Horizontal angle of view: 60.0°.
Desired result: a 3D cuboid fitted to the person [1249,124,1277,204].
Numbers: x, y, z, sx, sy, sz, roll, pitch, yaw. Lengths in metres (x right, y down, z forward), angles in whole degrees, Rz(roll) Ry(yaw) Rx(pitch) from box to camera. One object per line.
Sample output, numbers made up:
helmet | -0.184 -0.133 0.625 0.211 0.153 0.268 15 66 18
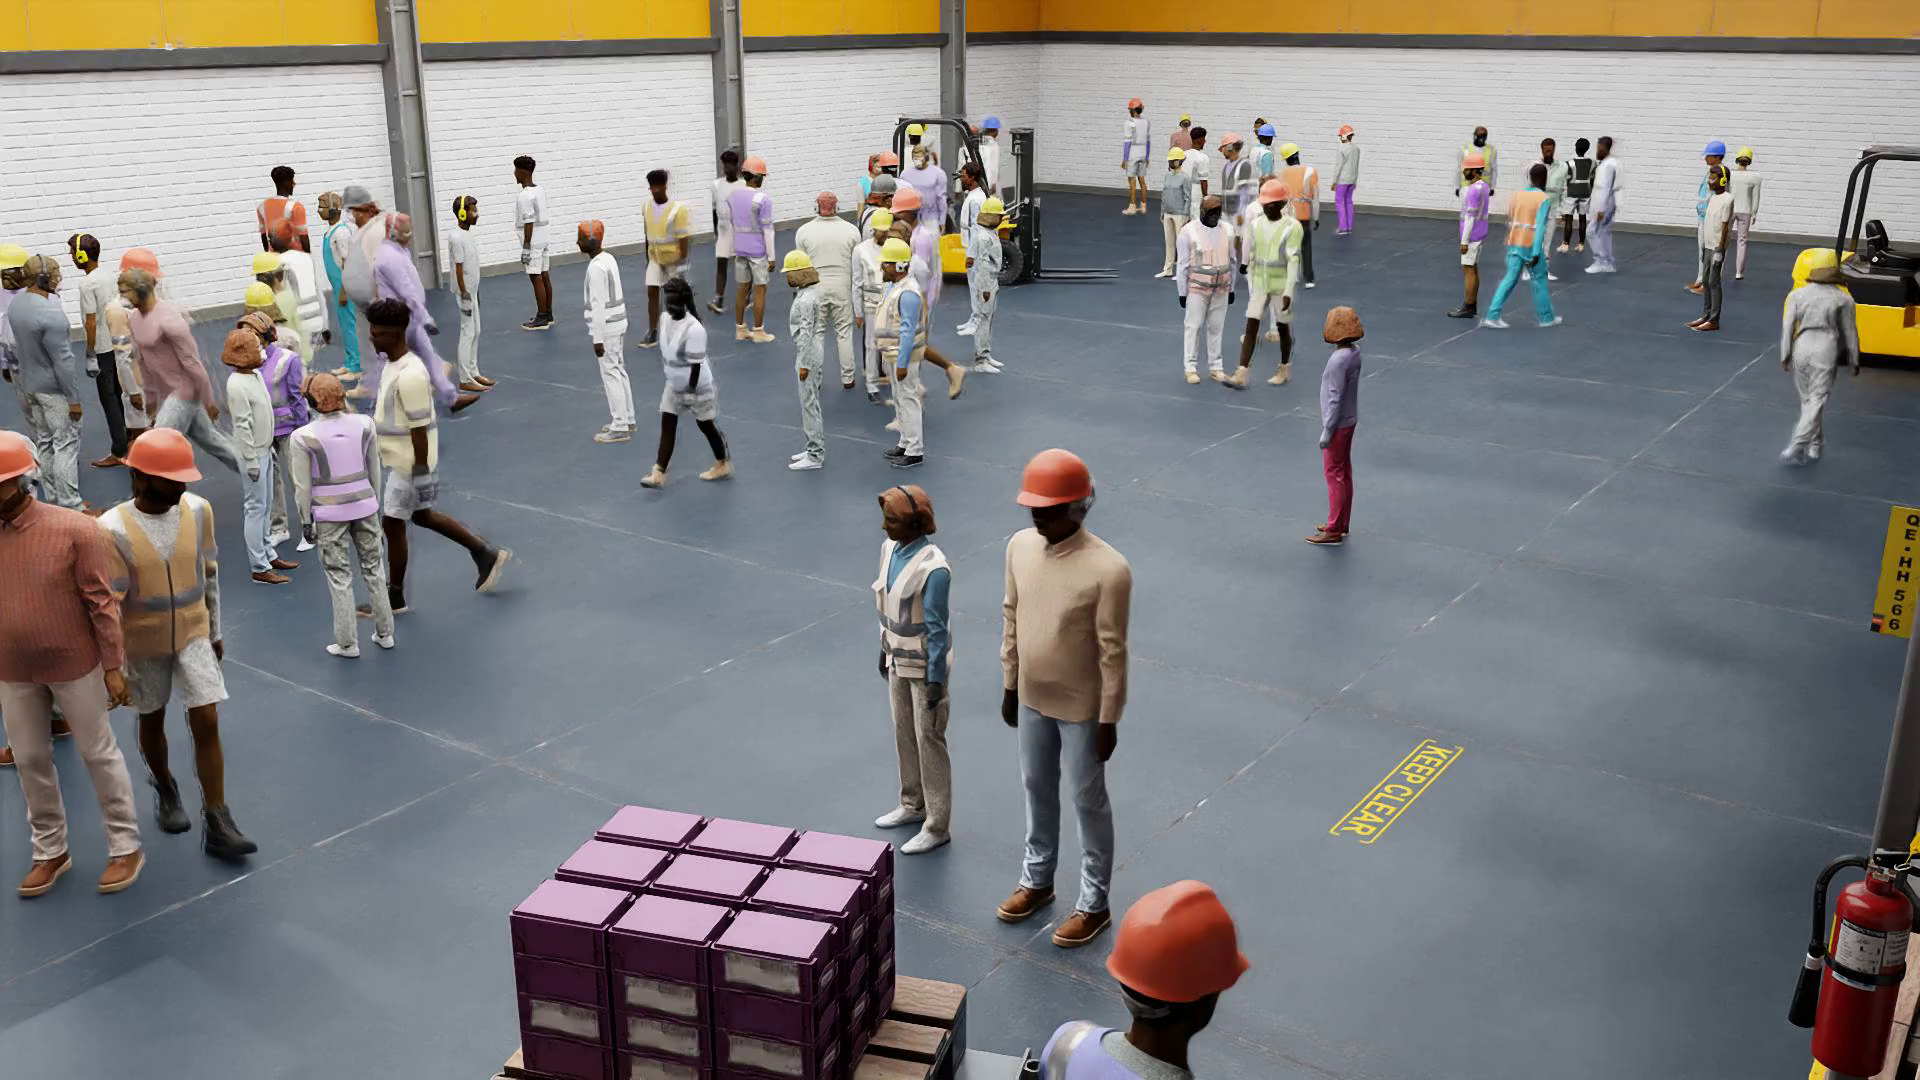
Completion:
person | 4.426 -5.118 24.436 0.415 1.939 0.605 -4 18 -11

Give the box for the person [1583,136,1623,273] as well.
person | 8.894 -4.600 22.903 0.520 1.884 0.667 4 18 12

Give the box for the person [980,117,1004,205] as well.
person | 0.463 -5.665 26.163 0.426 1.933 0.607 -10 20 -28

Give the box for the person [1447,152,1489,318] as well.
person | 6.034 -3.602 19.700 0.387 1.931 0.543 9 20 26

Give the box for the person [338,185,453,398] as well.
person | -5.380 -2.367 15.661 0.923 2.000 0.715 -13 22 -35

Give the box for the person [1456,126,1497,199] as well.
person | 8.052 -5.563 26.041 0.621 1.819 0.803 0 18 -1

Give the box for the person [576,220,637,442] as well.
person | -3.003 -1.764 14.062 0.373 1.873 0.591 0 18 -1

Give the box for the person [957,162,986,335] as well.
person | 0.157 -3.268 18.676 0.391 1.920 0.593 0 18 0

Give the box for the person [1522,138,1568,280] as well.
person | 7.848 -4.445 22.392 0.615 1.906 0.414 0 18 1

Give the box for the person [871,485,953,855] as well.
person | -0.195 0.546 7.213 0.317 1.631 0.523 -10 20 -28

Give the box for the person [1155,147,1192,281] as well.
person | 2.899 -4.403 22.475 0.312 1.768 0.522 -12 22 -34

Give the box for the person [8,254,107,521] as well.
person | -6.381 -1.046 11.722 0.636 1.928 0.383 13 22 35

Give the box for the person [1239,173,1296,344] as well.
person | 3.328 -3.065 18.166 0.619 1.845 0.430 -7 19 -22

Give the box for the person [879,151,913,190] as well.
person | -0.826 -3.676 19.938 0.544 1.930 0.388 -9 20 -27

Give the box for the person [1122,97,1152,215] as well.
person | 3.112 -6.824 29.600 0.614 2.038 0.393 -13 22 -35

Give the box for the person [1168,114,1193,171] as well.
person | 3.994 -6.726 29.762 0.532 1.754 0.341 -2 18 -5

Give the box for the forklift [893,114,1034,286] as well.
forklift | -0.171 -4.594 22.377 2.313 2.155 1.214 1 18 3

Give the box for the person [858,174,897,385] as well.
person | -0.725 -2.553 16.241 0.535 2.000 0.686 -5 18 -16

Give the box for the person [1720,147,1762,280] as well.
person | 10.510 -4.415 22.510 0.532 1.768 0.311 6 19 19

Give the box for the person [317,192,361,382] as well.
person | -6.082 -2.481 16.333 0.346 1.846 0.507 -9 20 -27

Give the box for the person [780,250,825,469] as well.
person | -1.250 -1.436 13.255 0.323 1.728 0.489 -2 18 -7

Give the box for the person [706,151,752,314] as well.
person | -2.743 -3.679 19.950 0.639 1.915 0.977 5 18 15

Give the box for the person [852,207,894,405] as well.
person | -0.697 -2.158 15.367 0.604 1.818 0.403 -7 19 -20

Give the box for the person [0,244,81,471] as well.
person | -7.252 -1.400 12.983 0.595 1.826 0.403 4 18 13

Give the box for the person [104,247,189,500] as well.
person | -5.895 -1.164 12.106 0.420 1.920 0.540 3 18 8

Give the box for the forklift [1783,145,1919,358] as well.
forklift | 9.803 -2.879 17.013 2.313 2.155 1.214 12 21 33

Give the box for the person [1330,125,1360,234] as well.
person | 6.263 -5.866 27.094 0.571 1.742 0.363 -16 24 -42

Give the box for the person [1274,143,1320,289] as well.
person | 4.399 -4.250 21.826 0.625 1.876 0.432 7 19 21

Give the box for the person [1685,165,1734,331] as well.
person | 8.565 -3.310 18.912 0.328 1.861 0.500 0 18 0

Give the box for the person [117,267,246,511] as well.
person | -5.482 -1.035 11.812 1.077 1.865 0.640 -15 23 -39

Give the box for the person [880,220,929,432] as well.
person | -0.466 -1.876 14.485 0.505 1.832 0.568 14 22 37

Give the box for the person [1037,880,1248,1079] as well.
person | 0.403 1.596 3.456 0.385 1.929 0.552 -13 22 -35

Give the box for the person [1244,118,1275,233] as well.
person | 4.803 -5.846 26.817 0.531 1.870 0.317 14 22 36

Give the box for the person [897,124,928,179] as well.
person | -0.677 -5.223 24.776 0.588 1.927 0.370 13 22 34

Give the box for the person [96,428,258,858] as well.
person | -3.359 0.447 7.097 0.553 1.880 0.908 -16 24 -41
